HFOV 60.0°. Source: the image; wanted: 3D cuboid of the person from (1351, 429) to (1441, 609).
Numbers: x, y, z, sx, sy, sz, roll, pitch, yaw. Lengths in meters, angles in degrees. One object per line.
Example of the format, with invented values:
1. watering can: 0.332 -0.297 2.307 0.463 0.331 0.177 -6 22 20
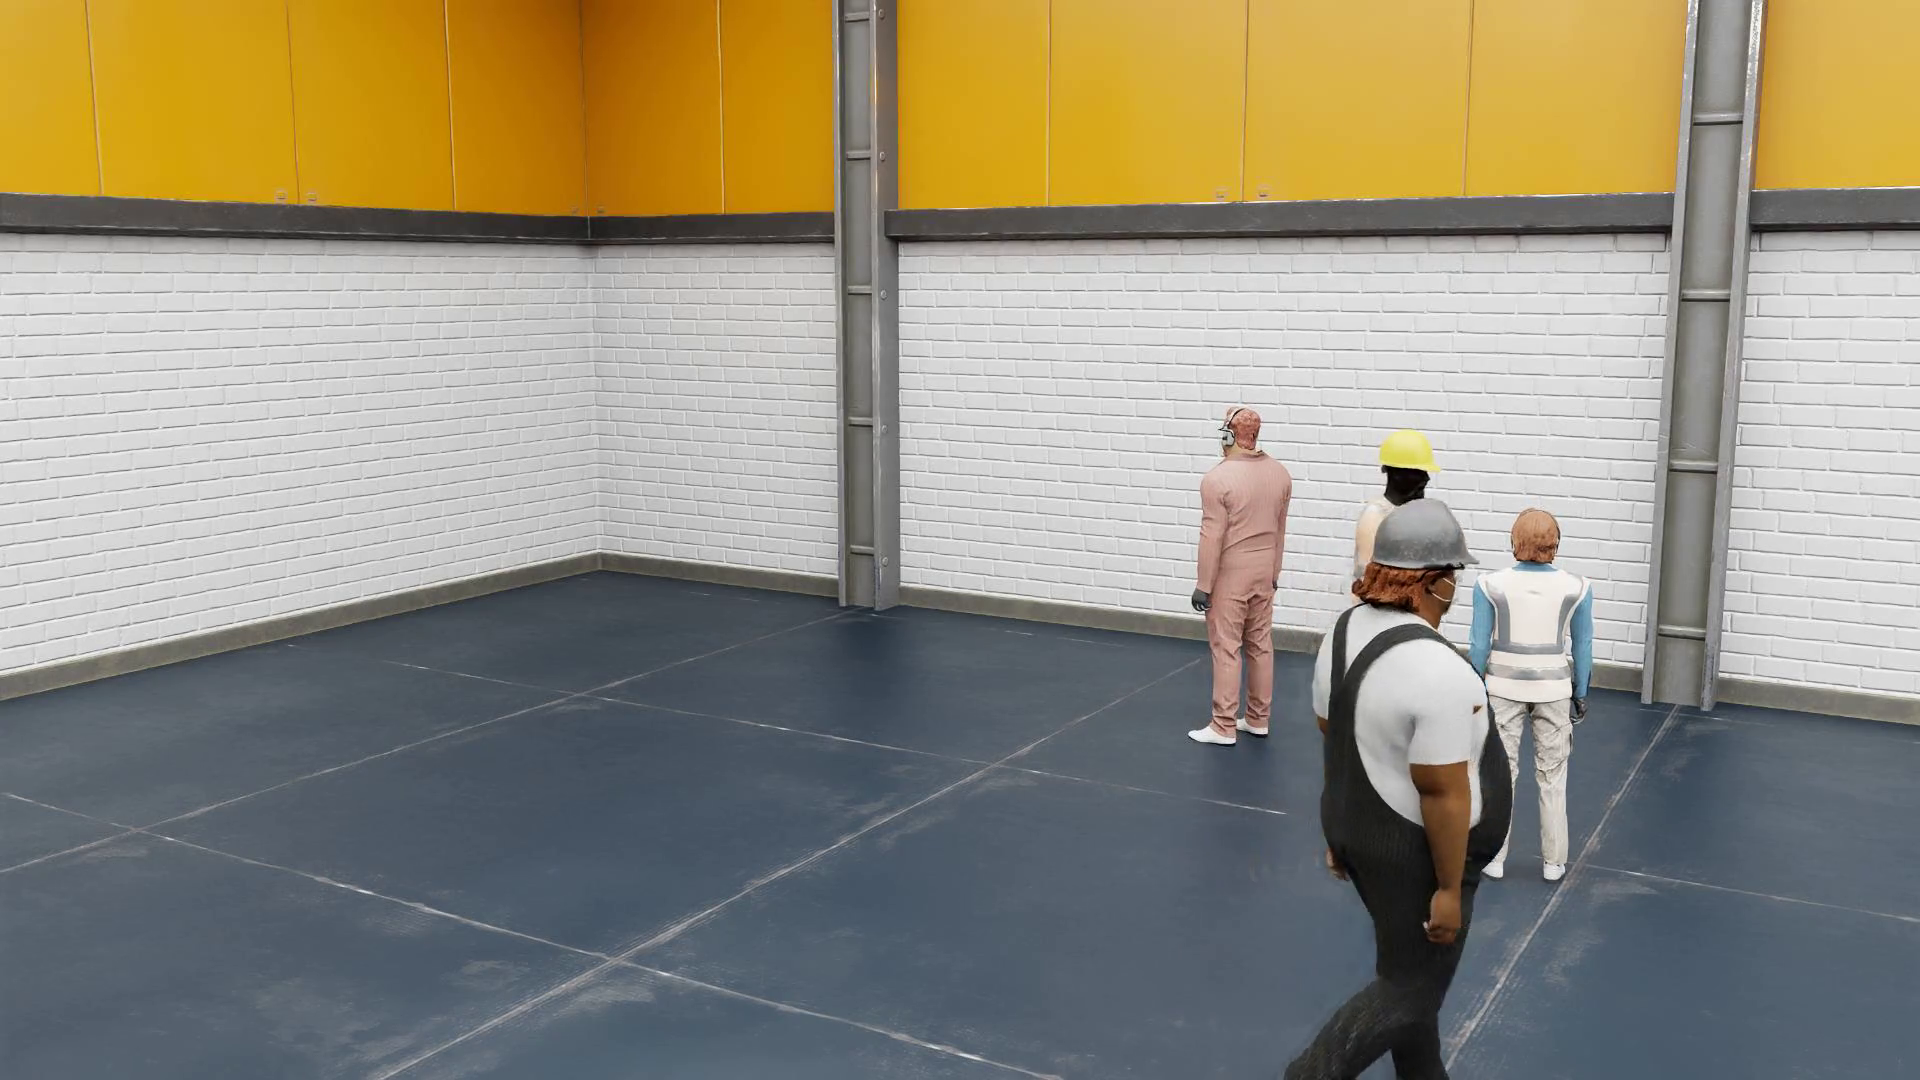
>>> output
1. person: 2.056 0.431 7.901 0.383 1.925 0.601 6 11 31

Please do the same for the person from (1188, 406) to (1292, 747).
1. person: 1.552 0.204 9.364 0.641 1.908 0.407 -7 11 -37

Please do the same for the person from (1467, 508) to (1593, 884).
1. person: 2.465 0.680 7.225 0.522 1.638 0.310 2 9 11
